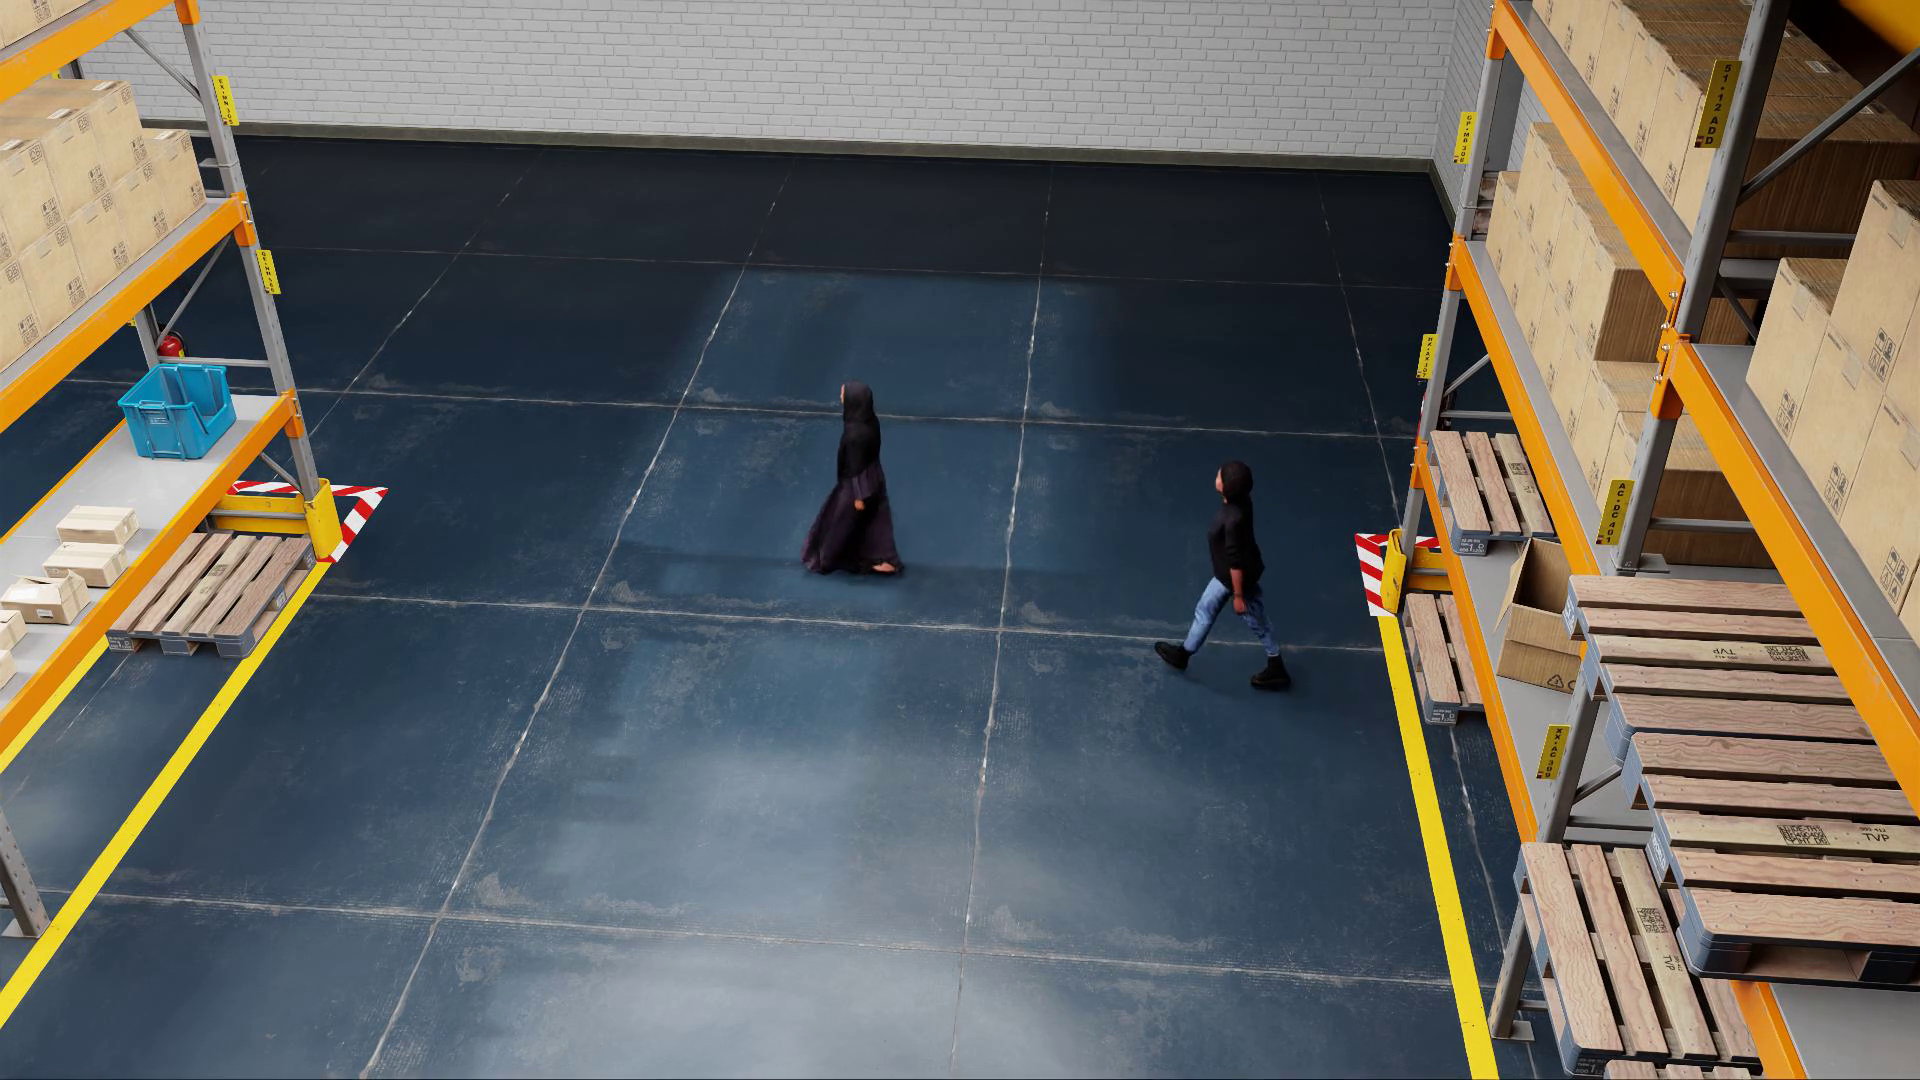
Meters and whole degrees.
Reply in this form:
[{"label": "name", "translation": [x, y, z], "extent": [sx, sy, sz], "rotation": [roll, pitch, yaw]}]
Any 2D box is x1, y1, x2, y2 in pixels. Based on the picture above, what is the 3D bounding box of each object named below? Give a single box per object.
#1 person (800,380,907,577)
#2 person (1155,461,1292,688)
[{"label": "person", "translation": [-0.636, -0.410, 11.868], "extent": [0.777, 1.610, 0.971], "rotation": [8, 34, 12]}, {"label": "person", "translation": [1.883, 0.283, 10.772], "extent": [0.927, 1.668, 1.167], "rotation": [11, 35, 16]}]
